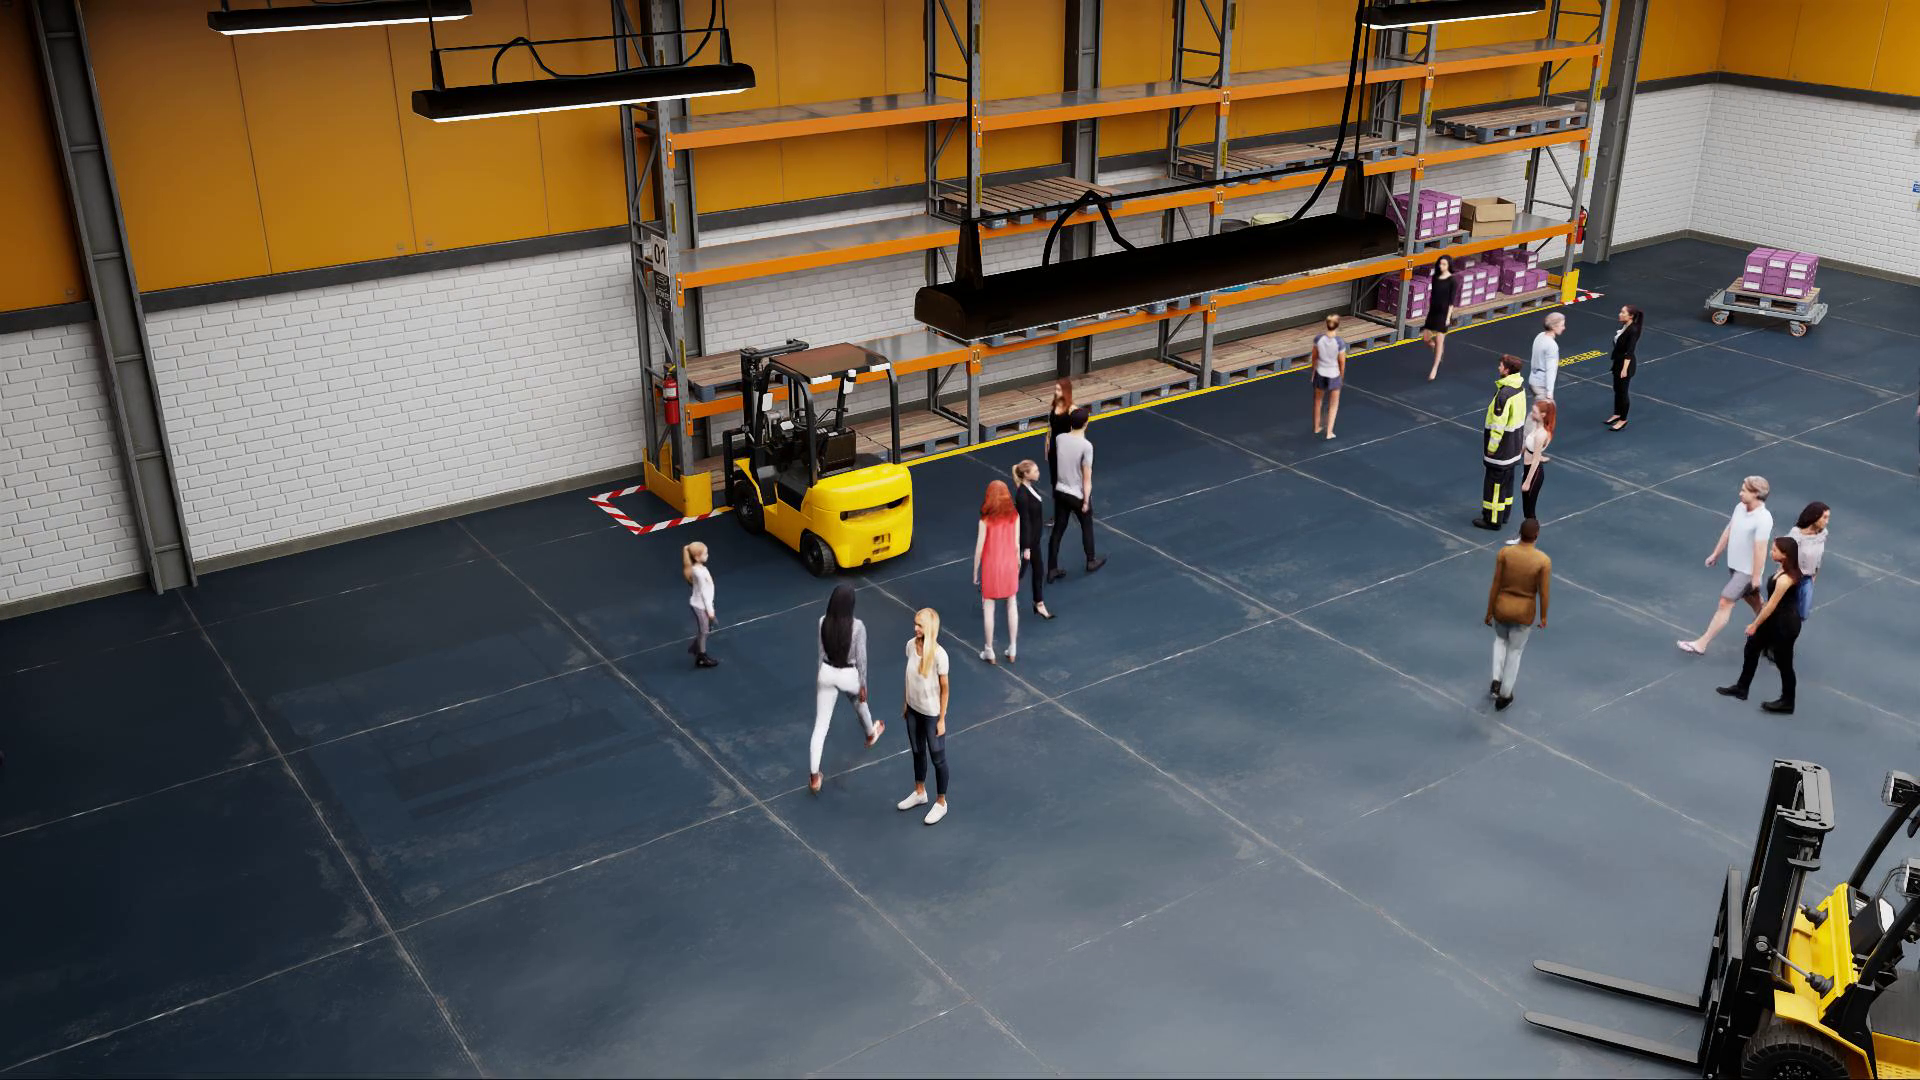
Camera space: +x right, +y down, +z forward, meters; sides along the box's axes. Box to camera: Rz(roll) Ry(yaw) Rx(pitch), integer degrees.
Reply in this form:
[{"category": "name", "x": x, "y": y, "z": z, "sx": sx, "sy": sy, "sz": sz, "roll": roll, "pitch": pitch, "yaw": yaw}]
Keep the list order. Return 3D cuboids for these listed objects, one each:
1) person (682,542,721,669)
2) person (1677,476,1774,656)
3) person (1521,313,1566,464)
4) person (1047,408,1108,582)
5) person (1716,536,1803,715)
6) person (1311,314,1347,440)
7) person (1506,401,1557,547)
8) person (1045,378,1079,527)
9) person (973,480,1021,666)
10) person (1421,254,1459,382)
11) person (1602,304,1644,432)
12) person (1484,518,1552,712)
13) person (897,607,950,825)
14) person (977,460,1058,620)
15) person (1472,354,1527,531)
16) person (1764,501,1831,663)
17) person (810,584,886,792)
[{"category": "person", "x": -2.462, "y": 0.611, "z": 15.469, "sx": 0.624, "sy": 1.270, "sz": 0.579, "roll": -4, "pitch": 24, "yaw": -10}, {"category": "person", "x": 7.459, "y": 0.279, "z": 15.595, "sx": 1.277, "sy": 1.778, "sz": 1.122, "roll": 0, "pitch": 24, "yaw": 1}, {"category": "person", "x": 7.125, "y": -1.880, "z": 20.398, "sx": 0.785, "sy": 1.887, "sz": 0.747, "roll": 2, "pitch": 24, "yaw": 4}, {"category": "person", "x": 1.087, "y": -0.432, "z": 17.146, "sx": 0.837, "sy": 1.838, "sz": 1.083, "roll": 18, "pitch": 29, "yaw": 35}, {"category": "person", "x": 7.288, "y": 0.781, "z": 14.595, "sx": 0.904, "sy": 1.660, "sz": 0.915, "roll": 10, "pitch": 26, "yaw": 22}, {"category": "person", "x": 4.693, "y": -2.092, "z": 21.207, "sx": 0.679, "sy": 1.626, "sz": 0.716, "roll": 13, "pitch": 27, "yaw": 27}, {"category": "person", "x": 6.141, "y": -0.674, "z": 17.821, "sx": 0.732, "sy": 1.740, "sz": 0.655, "roll": 6, "pitch": 24, "yaw": 14}, {"category": "person", "x": 1.208, "y": -0.994, "z": 18.586, "sx": 0.682, "sy": 1.714, "sz": 0.842, "roll": 21, "pitch": 31, "yaw": 39}, {"category": "person", "x": 0.378, "y": 0.305, "z": 15.476, "sx": 0.537, "sy": 1.825, "sz": 0.708, "roll": -8, "pitch": 25, "yaw": -18}, {"category": "person", "x": 6.795, "y": -3.127, "z": 23.367, "sx": 0.744, "sy": 1.793, "sz": 0.605, "roll": -17, "pitch": 29, "yaw": -34}, {"category": "person", "x": 8.596, "y": -2.244, "z": 21.515, "sx": 0.727, "sy": 1.658, "sz": 0.675, "roll": 3, "pitch": 24, "yaw": 7}, {"category": "person", "x": 4.867, "y": 0.679, "z": 14.647, "sx": 0.776, "sy": 1.804, "sz": 0.800, "roll": 13, "pitch": 27, "yaw": 27}, {"category": "person", "x": -0.258, "y": 1.357, "z": 13.089, "sx": 0.634, "sy": 1.809, "sz": 0.556, "roll": 21, "pitch": 31, "yaw": 40}, {"category": "person", "x": 0.568, "y": 0.021, "z": 16.305, "sx": 1.103, "sy": 1.682, "sz": 1.039, "roll": 4, "pitch": 24, "yaw": 9}, {"category": "person", "x": 6.049, "y": -1.101, "z": 18.497, "sx": 0.910, "sy": 1.981, "sz": 0.734, "roll": 15, "pitch": 28, "yaw": 31}, {"category": "person", "x": 7.778, "y": 0.359, "z": 15.616, "sx": 0.723, "sy": 1.613, "sz": 0.827, "roll": -4, "pitch": 24, "yaw": -9}, {"category": "person", "x": -0.997, "y": 1.251, "z": 13.557, "sx": 1.116, "sy": 1.630, "sz": 1.334, "roll": 7, "pitch": 25, "yaw": 16}]
